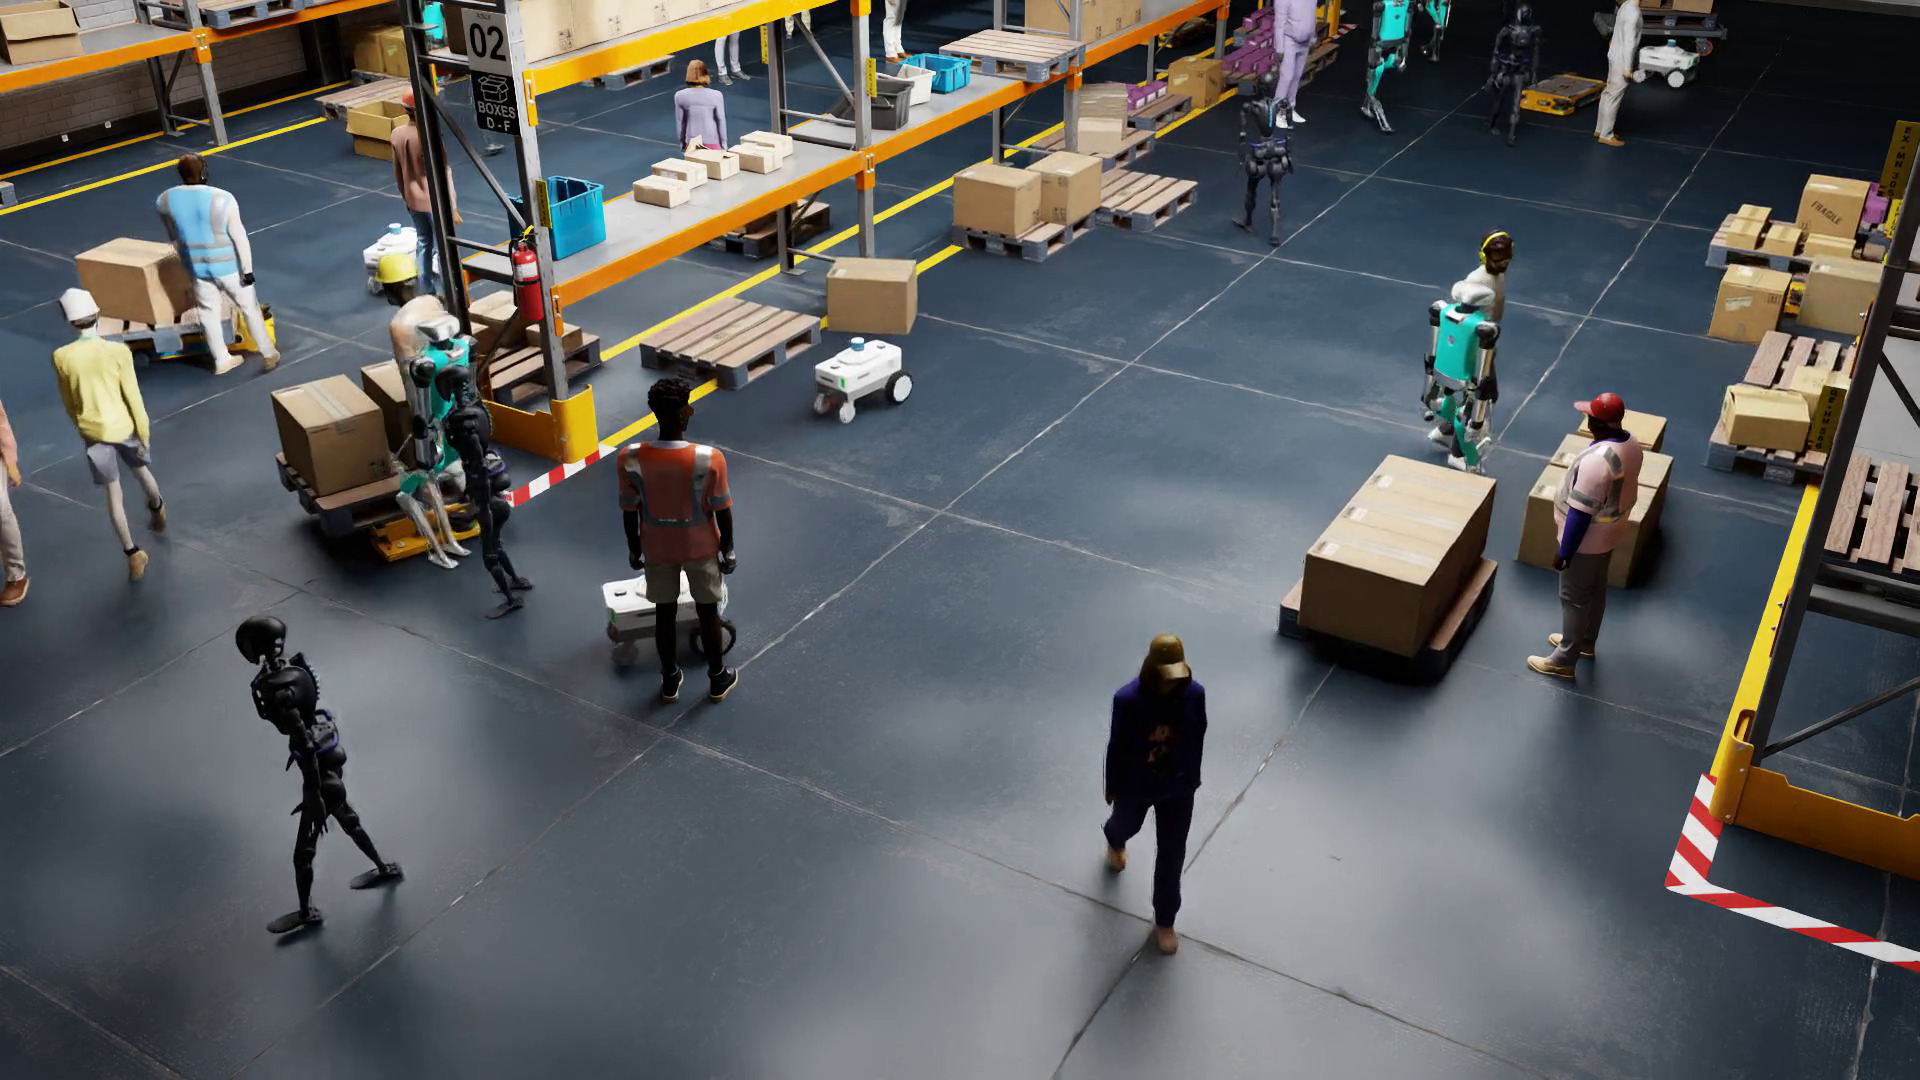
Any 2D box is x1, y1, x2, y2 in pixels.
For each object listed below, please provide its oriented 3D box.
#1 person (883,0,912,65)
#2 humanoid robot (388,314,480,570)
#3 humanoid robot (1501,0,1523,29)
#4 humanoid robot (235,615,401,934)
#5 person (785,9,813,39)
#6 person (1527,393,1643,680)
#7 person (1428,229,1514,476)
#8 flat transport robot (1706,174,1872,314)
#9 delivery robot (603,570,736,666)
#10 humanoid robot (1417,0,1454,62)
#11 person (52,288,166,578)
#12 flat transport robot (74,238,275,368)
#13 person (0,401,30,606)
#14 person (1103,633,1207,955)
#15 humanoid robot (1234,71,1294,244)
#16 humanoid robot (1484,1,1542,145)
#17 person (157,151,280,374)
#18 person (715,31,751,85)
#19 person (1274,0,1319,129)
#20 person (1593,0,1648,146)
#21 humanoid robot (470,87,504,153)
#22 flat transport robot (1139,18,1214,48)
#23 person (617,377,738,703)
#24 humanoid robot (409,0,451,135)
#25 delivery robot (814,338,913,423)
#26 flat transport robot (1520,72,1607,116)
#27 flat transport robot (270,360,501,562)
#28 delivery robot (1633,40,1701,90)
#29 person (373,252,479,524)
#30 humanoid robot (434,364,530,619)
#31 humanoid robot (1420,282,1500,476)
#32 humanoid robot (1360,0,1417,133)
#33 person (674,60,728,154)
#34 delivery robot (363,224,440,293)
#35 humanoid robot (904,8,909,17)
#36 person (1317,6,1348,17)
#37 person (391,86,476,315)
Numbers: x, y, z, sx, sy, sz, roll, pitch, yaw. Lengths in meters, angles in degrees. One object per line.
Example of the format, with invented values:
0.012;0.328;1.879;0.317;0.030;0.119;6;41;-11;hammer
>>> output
-0.852;-7.393;22.325;0.368;1.939;0.633;10;31;17;person
-3.375;-0.633;10.546;0.772;1.740;0.536;14;32;23;humanoid robot
8.076;-8.204;24.026;0.616;1.638;0.562;6;30;11;humanoid robot
-3.038;1.043;7.689;0.706;1.628;0.612;-15;33;-24;humanoid robot
-2.307;-8.036;23.647;0.572;1.748;0.341;-9;31;-15;person
3.575;-0.030;9.501;0.418;1.747;0.598;23;37;34;person
3.638;-1.336;11.705;0.449;1.837;0.574;21;36;33;person
7.498;-2.413;15.210;0.659;0.231;1.431;16;33;27;flat transport robot
-1.729;0.415;9.936;0.812;0.614;0.499;-9;31;-15;delivery robot
6.417;-7.196;22.203;0.542;1.742;1.024;-3;30;-5;humanoid robot
-5.462;-0.748;10.692;0.467;1.829;0.991;-12;32;-21;person
-6.531;-1.710;13.966;1.431;0.231;0.659;-11;31;-18;flat transport robot
-6.014;-0.475;10.046;0.627;1.974;0.470;-8;30;-13;person
0.884;1.061;7.708;0.465;1.600;0.742;-3;30;-6;person
2.970;-3.728;16.146;0.604;1.627;0.706;-5;30;-9;humanoid robot
6.352;-5.376;19.081;0.613;1.625;0.729;-3;30;-6;humanoid robot
-5.915;-2.187;13.229;0.632;1.828;0.507;-2;30;-4;person
-2.997;-6.902;21.444;0.417;1.953;0.488;23;37;34;person
3.958;-5.842;19.635;0.640;1.891;0.439;-19;35;-30;person
7.591;-5.487;18.998;0.375;1.894;0.573;5;30;9;person
-5.310;-5.115;18.558;0.530;1.855;0.783;17;34;27;humanoid robot
3.060;-7.304;23.863;0.659;0.231;1.431;17;34;27;flat transport robot
-1.538;0.023;9.179;0.613;1.962;0.361;1;29;1;person
-6.141;-5.400;19.072;0.536;1.833;0.777;23;37;34;humanoid robot
-0.777;-1.281;12.911;0.499;0.589;0.790;23;37;35;delivery robot
7.561;-5.576;20.805;0.659;0.231;1.431;24;37;36;flat transport robot
-3.890;-0.288;11.450;0.659;0.231;1.431;-21;35;-32;flat transport robot
9.191;-6.179;21.575;0.790;0.589;0.499;24;37;36;delivery robot
-3.463;-0.981;11.018;0.634;1.904;0.600;5;30;9;person
-2.867;-0.312;10.078;0.403;1.643;0.592;-15;33;-24;humanoid robot
3.485;-0.935;11.165;1.009;1.783;0.540;-18;34;-28;humanoid robot
4.931;-5.710;19.625;0.548;1.774;1.059;-9;31;-15;humanoid robot
-2.556;-3.938;16.527;0.498;1.629;0.288;3;30;5;person
-5.126;-2.603;15.265;0.499;0.603;0.794;8;30;13;delivery robot
-0.959;-8.539;24.620;0.594;1.649;0.434;-3;30;-6;humanoid robot
5.564;-8.812;24.985;0.600;1.784;1.001;-22;36;-33;person
-4.564;-2.923;14.364;0.621;1.989;0.391;17;33;27;person
